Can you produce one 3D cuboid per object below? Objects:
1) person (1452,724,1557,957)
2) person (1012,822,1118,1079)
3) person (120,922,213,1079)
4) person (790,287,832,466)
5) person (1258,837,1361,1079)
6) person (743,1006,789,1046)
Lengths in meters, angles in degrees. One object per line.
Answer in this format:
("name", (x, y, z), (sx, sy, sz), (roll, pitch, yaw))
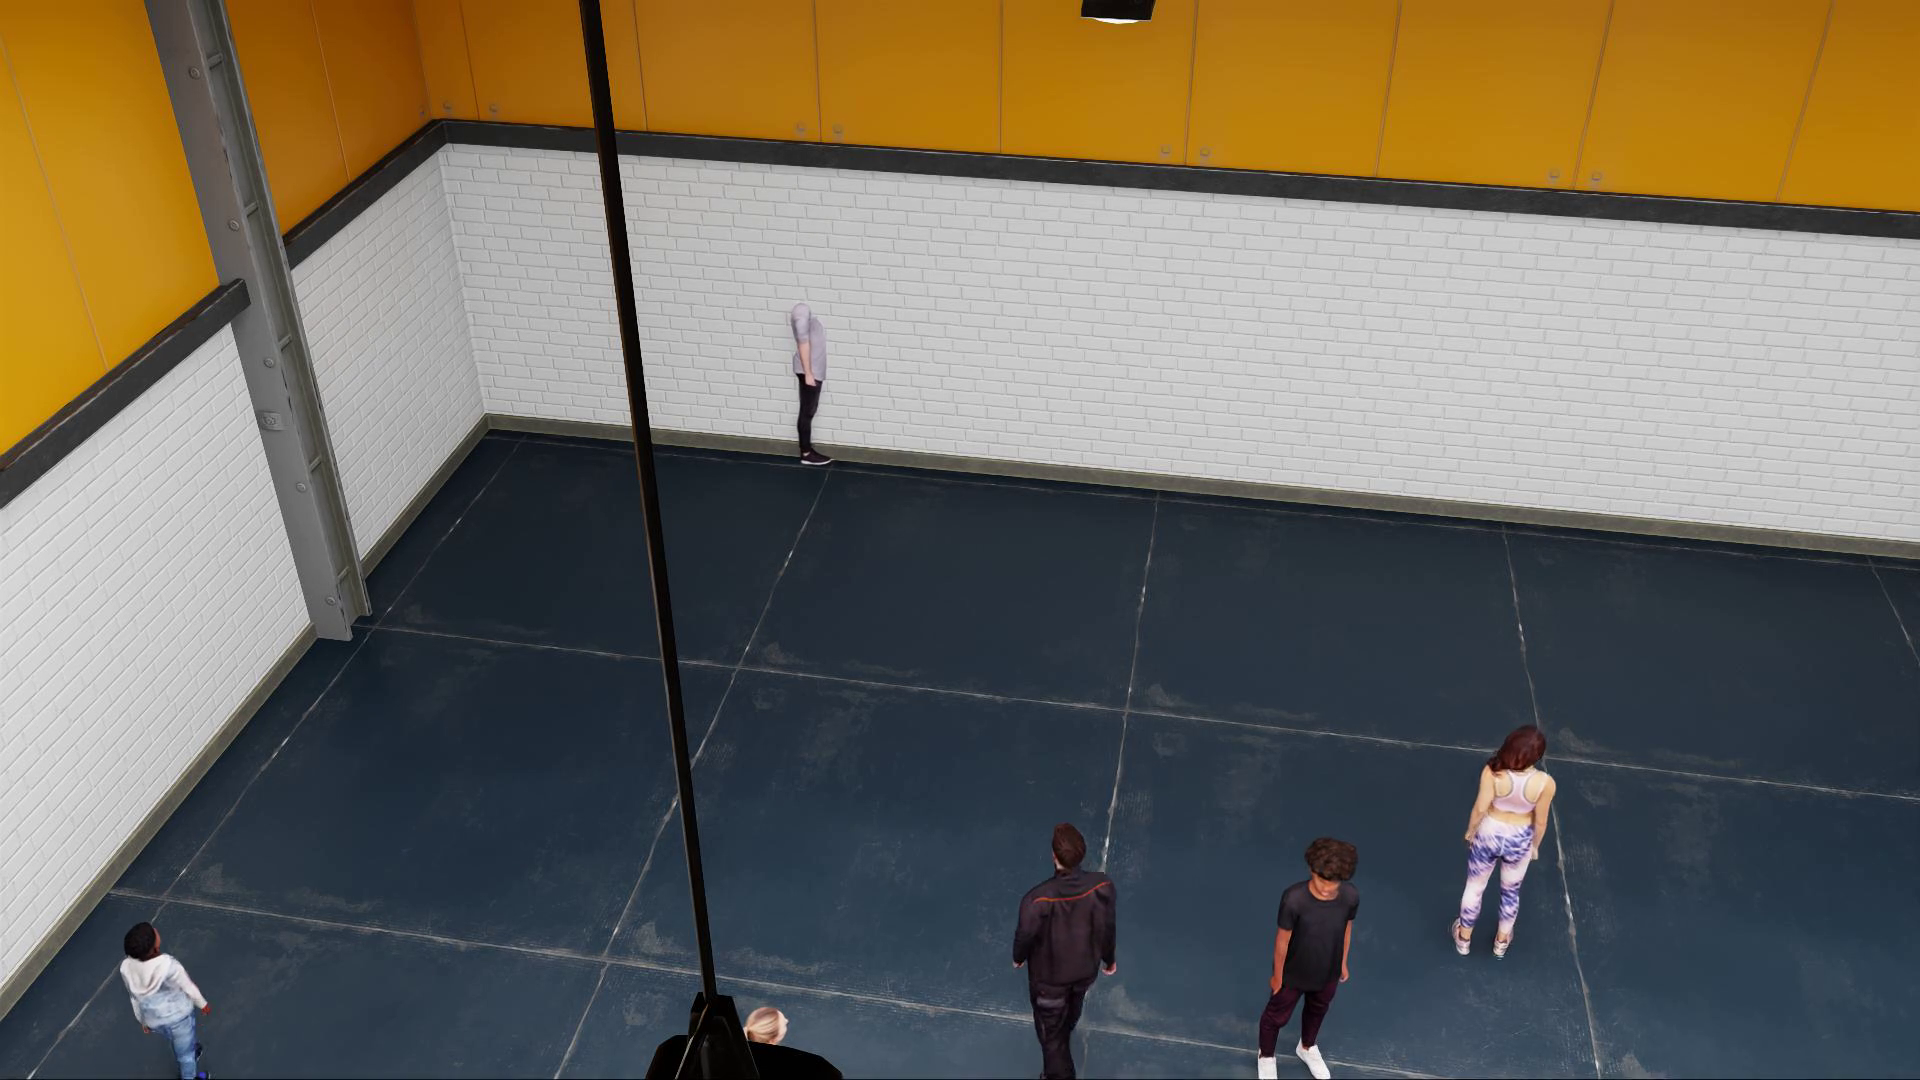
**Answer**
("person", (3.252, 1.814, 9.979), (0.585, 1.769, 0.553), (8, 35, 12))
("person", (0.598, 2.376, 9.035), (1.016, 1.879, 1.169), (-12, 35, -17))
("person", (-4.410, 2.650, 9.195), (0.486, 1.245, 0.605), (4, 34, 7))
("person", (-1.357, -1.580, 15.026), (0.753, 1.835, 0.560), (1, 34, 2))
("person", (1.933, 2.323, 9.202), (0.702, 1.782, 0.692), (-8, 34, -11))
("person", (-0.955, 2.946, 8.336), (0.679, 1.703, 0.635), (-27, 42, -34))
